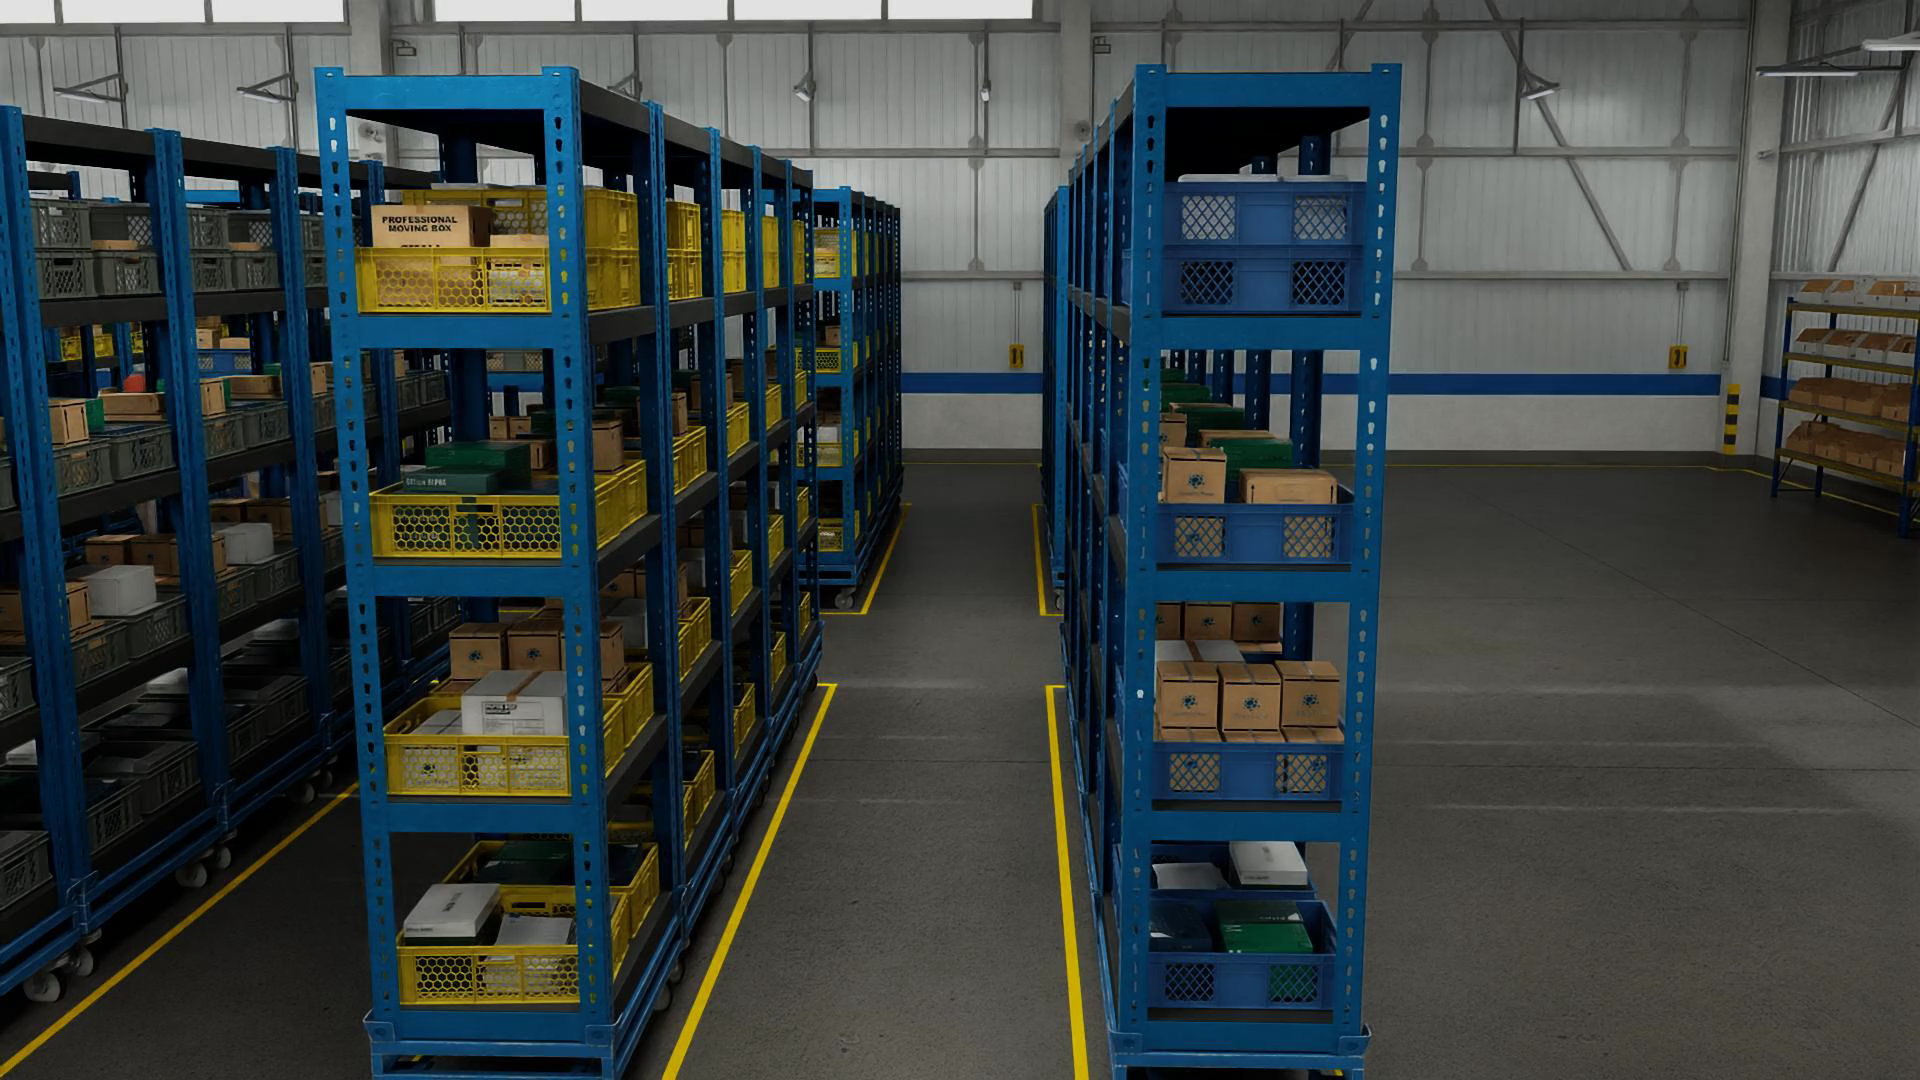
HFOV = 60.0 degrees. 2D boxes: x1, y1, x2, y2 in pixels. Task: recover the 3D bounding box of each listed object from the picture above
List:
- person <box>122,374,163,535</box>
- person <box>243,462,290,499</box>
[{"bbox_3d":[-7.638,-0.577,15.543,0.624,1.926,1.085,-1,10,-6],"label":"person"},{"bbox_3d":[-5.717,-0.198,13.716,0.955,1.805,0.574,0,10,2],"label":"person"}]
